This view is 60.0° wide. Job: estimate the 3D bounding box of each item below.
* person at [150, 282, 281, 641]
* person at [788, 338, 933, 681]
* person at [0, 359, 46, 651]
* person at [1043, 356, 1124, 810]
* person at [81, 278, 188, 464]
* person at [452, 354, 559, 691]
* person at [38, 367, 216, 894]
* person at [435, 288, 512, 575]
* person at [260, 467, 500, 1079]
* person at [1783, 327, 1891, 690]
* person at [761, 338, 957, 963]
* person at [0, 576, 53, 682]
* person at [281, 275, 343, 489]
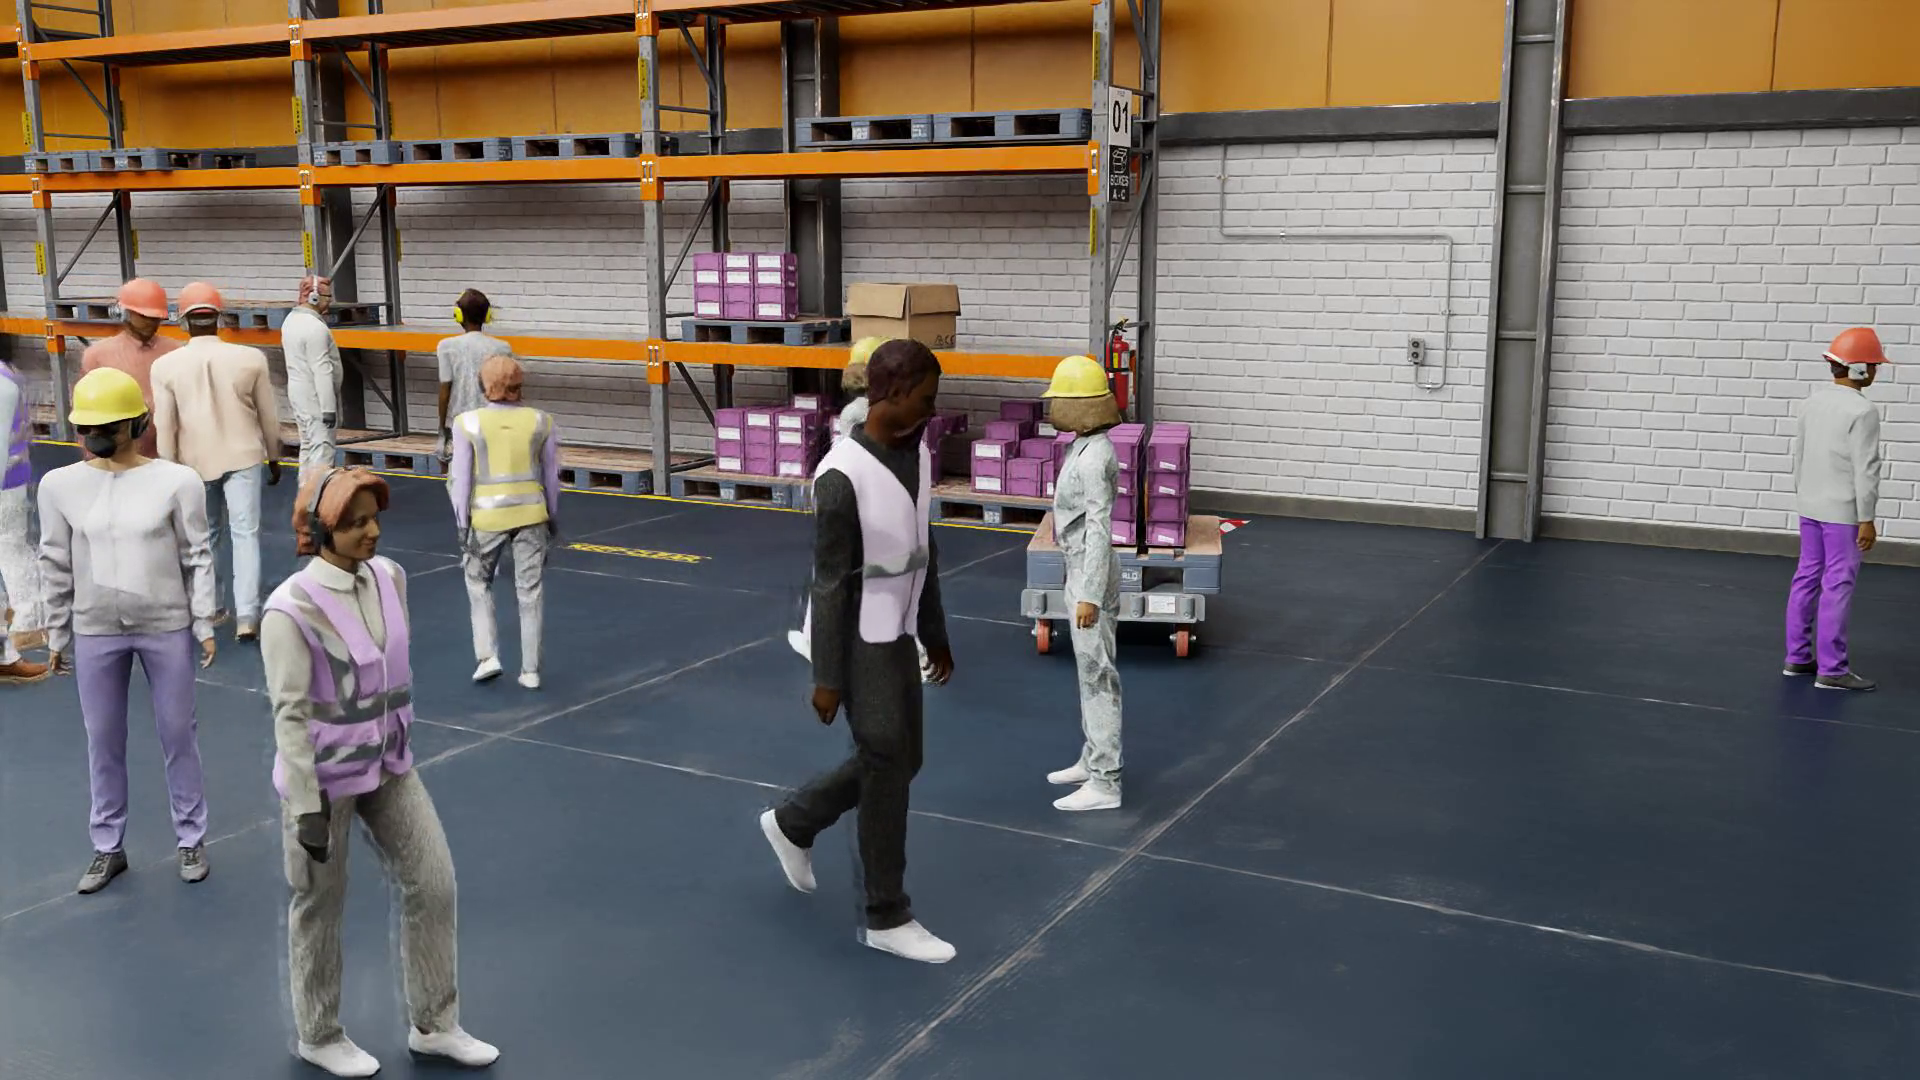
[{"bbox_3d":[-4.038,-0.420,9.087,0.617,1.963,0.984,-3,11,-18],"label":"person"},{"bbox_3d":[-0.460,-0.154,8.280,0.923,1.677,0.502,8,13,37],"label":"person"},{"bbox_3d":[-5.109,-0.299,8.704,0.643,1.824,0.458,7,12,33],"label":"person"},{"bbox_3d":[0.473,0.167,6.380,0.321,1.741,0.489,0,10,2],"label":"person"},{"bbox_3d":[-4.479,-0.469,9.284,0.862,1.946,0.615,9,14,42],"label":"person"},{"bbox_3d":[-2.188,-0.077,8.050,0.531,1.625,0.470,-5,12,-27],"label":"person"},{"bbox_3d":[-2.766,0.306,5.555,0.531,1.765,0.327,-3,11,-15],"label":"person"},{"bbox_3d":[-3.148,-0.693,10.776,0.564,1.851,0.418,-7,13,-35],"label":"person"},{"bbox_3d":[-1.478,0.620,4.216,0.656,1.610,0.549,4,11,20],"label":"person"},{"bbox_3d":[4.294,-0.156,8.113,0.329,1.753,0.560,-1,10,-5],"label":"person"},{"bbox_3d":[-0.318,0.317,5.152,0.703,1.886,0.617,4,11,20],"label":"person"},{"bbox_3d":[-4.867,-0.149,7.814,0.893,1.856,0.391,-9,14,-40],"label":"person"},{"bbox_3d":[-4.898,-1.059,12.685,0.401,1.896,0.659,-8,13,-38],"label":"person"}]
